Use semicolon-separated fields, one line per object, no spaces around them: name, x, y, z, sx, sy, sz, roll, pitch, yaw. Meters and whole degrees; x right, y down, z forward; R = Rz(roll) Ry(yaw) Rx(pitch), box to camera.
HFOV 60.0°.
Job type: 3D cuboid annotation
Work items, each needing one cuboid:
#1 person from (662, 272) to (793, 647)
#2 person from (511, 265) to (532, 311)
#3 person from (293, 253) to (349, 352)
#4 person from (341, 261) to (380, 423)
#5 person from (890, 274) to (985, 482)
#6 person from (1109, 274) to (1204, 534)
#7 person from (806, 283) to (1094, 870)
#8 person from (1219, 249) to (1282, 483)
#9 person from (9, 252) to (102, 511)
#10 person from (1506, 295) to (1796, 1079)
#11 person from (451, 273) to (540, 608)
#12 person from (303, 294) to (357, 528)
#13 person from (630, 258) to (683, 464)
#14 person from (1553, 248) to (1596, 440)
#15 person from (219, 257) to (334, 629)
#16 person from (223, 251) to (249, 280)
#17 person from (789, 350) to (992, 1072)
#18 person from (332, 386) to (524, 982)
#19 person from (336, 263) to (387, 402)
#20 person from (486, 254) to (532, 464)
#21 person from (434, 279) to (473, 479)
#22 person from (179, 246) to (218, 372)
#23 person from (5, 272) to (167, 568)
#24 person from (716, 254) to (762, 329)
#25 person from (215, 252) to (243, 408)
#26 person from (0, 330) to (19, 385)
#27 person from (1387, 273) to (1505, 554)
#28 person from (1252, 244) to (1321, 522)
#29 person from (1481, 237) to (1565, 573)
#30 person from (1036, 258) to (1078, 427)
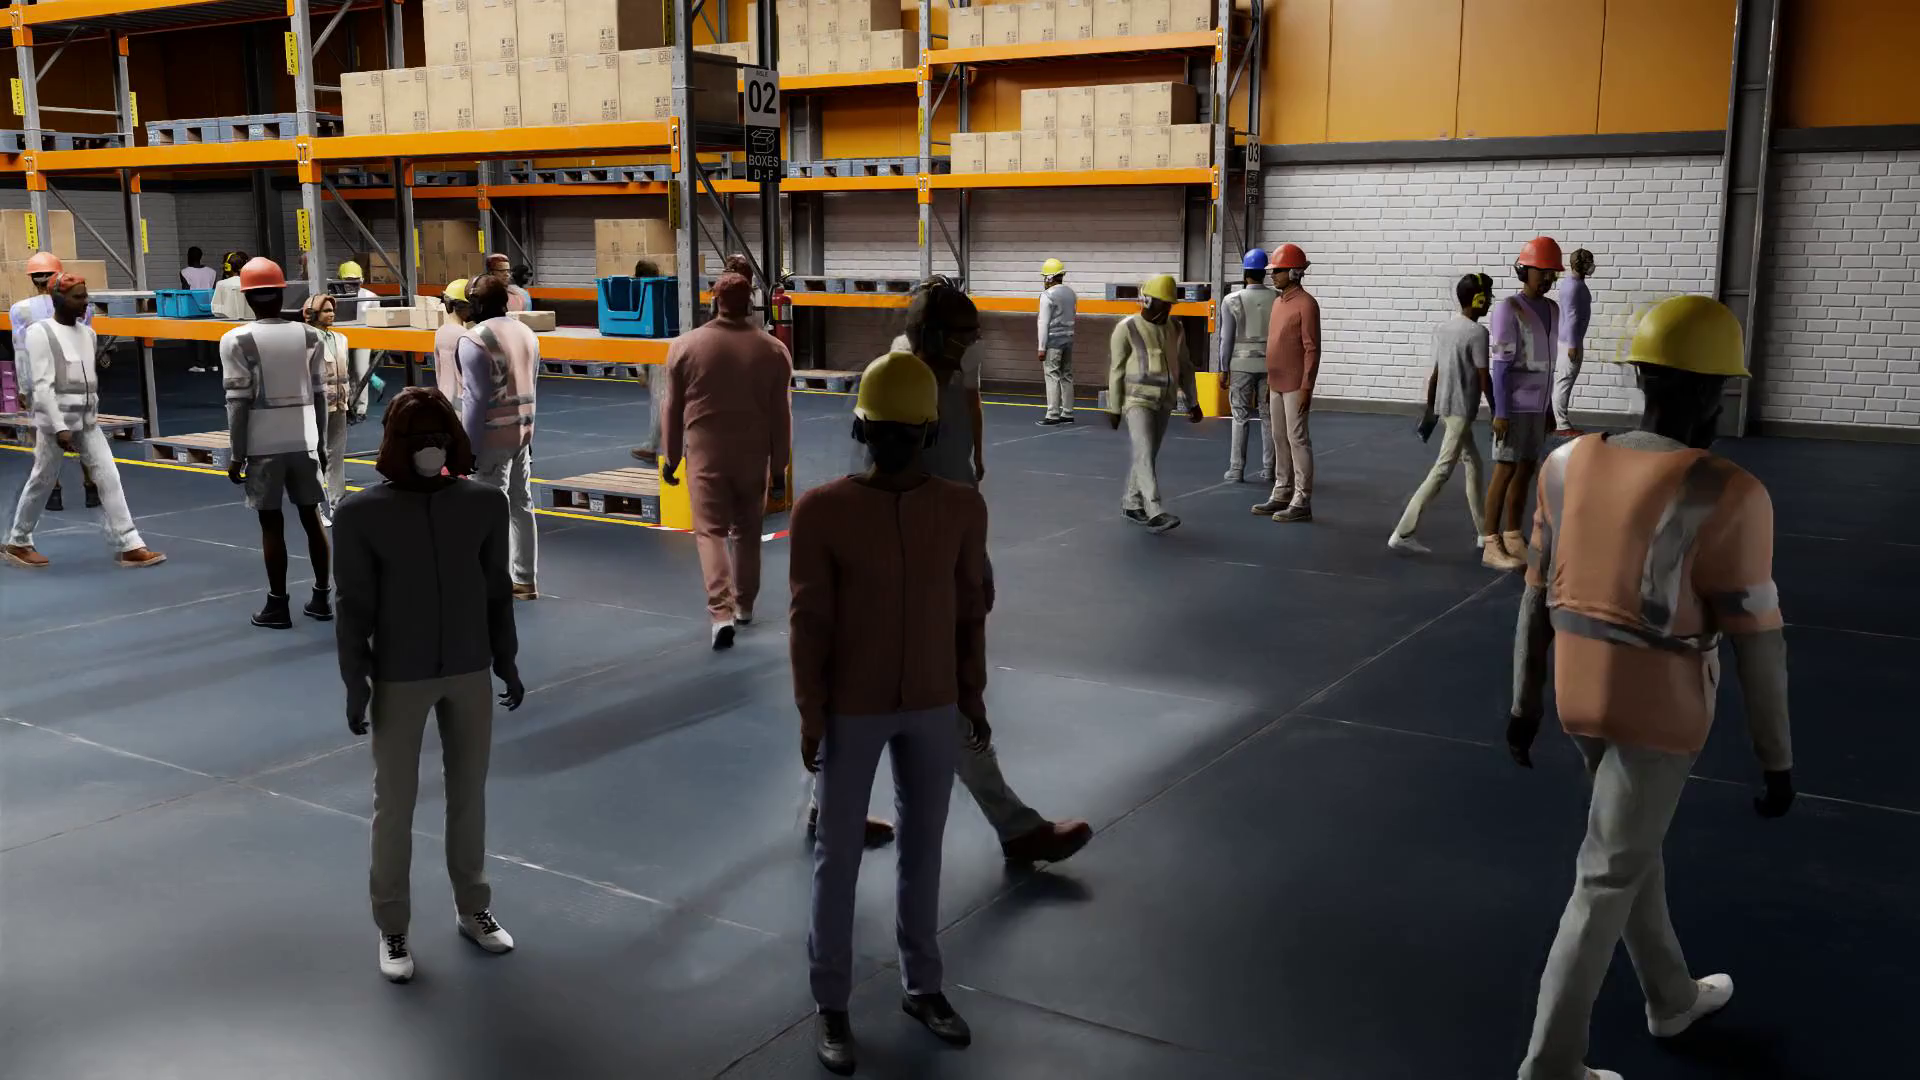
person;-1.174;-0.419;8.452;0.648;1.869;0.955;-3;11;-14
person;-5.952;-2.904;22.663;0.390;1.687;0.555;1;10;6
person;-6.996;-2.172;18.071;0.658;1.893;0.624;-8;13;-38
person;-6.806;-2.229;18.669;0.594;1.794;0.843;-1;10;-5
person;-0.119;-0.478;8.820;0.516;1.843;0.325;3;11;19
person;1.395;-0.945;11.593;0.585;1.776;0.868;-7;12;-34
person;-0.070;0.121;5.407;1.030;1.878;0.652;2;10;12
person;2.458;-1.446;13.902;0.603;1.949;0.384;-1;10;-7
person;-6.783;-1.183;12.489;0.544;1.933;0.376;-7;12;-33
person;1.677;0.387;3.889;0.910;1.884;0.619;-5;11;-24
person;-2.566;-0.538;9.167;0.429;1.840;0.636;3;11;18
person;-4.517;-0.921;11.832;0.308;1.645;0.517;4;11;21
person;-2.693;-1.555;14.773;1.045;1.851;0.639;8;13;36
person;6.273;-2.004;17.016;0.379;1.940;0.629;5;11;24
person;-3.573;-0.500;8.699;0.375;1.934;0.547;9;14;42
person;-11.610;-3.757;27.002;0.636;1.840;0.429;-5;11;-24
person;-0.162;0.415;4.103;0.525;1.765;0.329;-4;11;-23
person;-1.461;0.387;4.616;0.505;1.632;0.269;-8;13;-37
person;-7.416;-2.530;20.461;0.666;1.743;0.532;1;10;6
person;-4.105;-1.587;14.841;0.396;1.901;0.648;9;14;42
person;-3.387;-0.893;11.364;0.327;1.760;0.523;-9;13;-40
person;-11.727;-3.558;25.678;0.386;1.921;0.595;6;12;30
person;-5.495;-0.720;10.223;0.999;1.837;0.591;2;10;13
person;-1.721;-1.284;13.106;0.409;1.913;0.642;5;11;24
person;-8.710;-2.518;20.044;0.326;1.877;0.520;7;12;35
person;-13.504;-3.173;23.211;1.031;2.000;0.698;6;12;29
person;3.204;-0.805;10.733;0.967;1.826;0.505;-2;10;-9
person;2.364;-1.129;12.013;0.397;1.992;0.621;-3;11;-15
person;3.489;-0.826;10.210;0.611;2.040;0.393;-8;13;-39
person;1.038;-2.144;18.129;0.405;1.823;0.591;8;13;37
